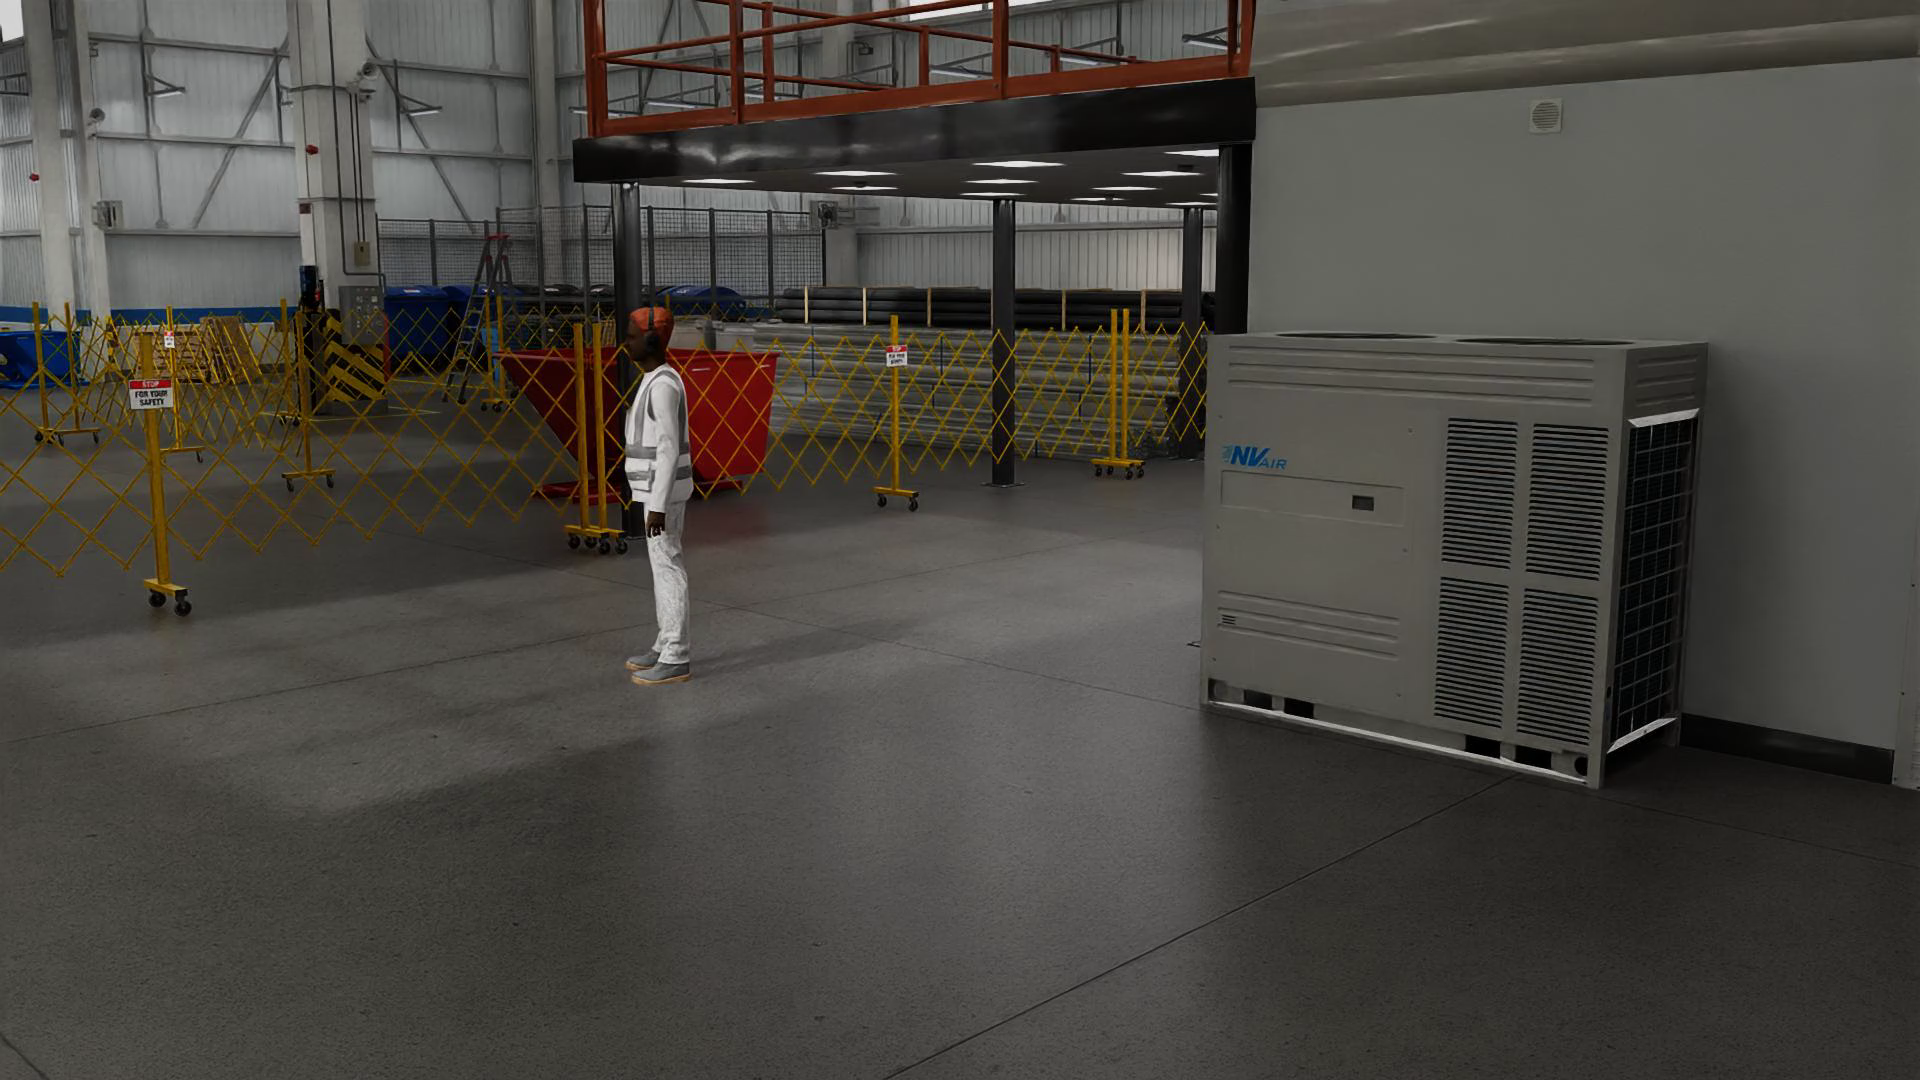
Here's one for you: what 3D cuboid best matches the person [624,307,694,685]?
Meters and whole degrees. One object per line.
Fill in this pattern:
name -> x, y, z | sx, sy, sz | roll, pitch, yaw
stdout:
person -> -1.515, -0.218, 8.334 | 0.356, 1.882, 0.572 | -2, 9, -13
